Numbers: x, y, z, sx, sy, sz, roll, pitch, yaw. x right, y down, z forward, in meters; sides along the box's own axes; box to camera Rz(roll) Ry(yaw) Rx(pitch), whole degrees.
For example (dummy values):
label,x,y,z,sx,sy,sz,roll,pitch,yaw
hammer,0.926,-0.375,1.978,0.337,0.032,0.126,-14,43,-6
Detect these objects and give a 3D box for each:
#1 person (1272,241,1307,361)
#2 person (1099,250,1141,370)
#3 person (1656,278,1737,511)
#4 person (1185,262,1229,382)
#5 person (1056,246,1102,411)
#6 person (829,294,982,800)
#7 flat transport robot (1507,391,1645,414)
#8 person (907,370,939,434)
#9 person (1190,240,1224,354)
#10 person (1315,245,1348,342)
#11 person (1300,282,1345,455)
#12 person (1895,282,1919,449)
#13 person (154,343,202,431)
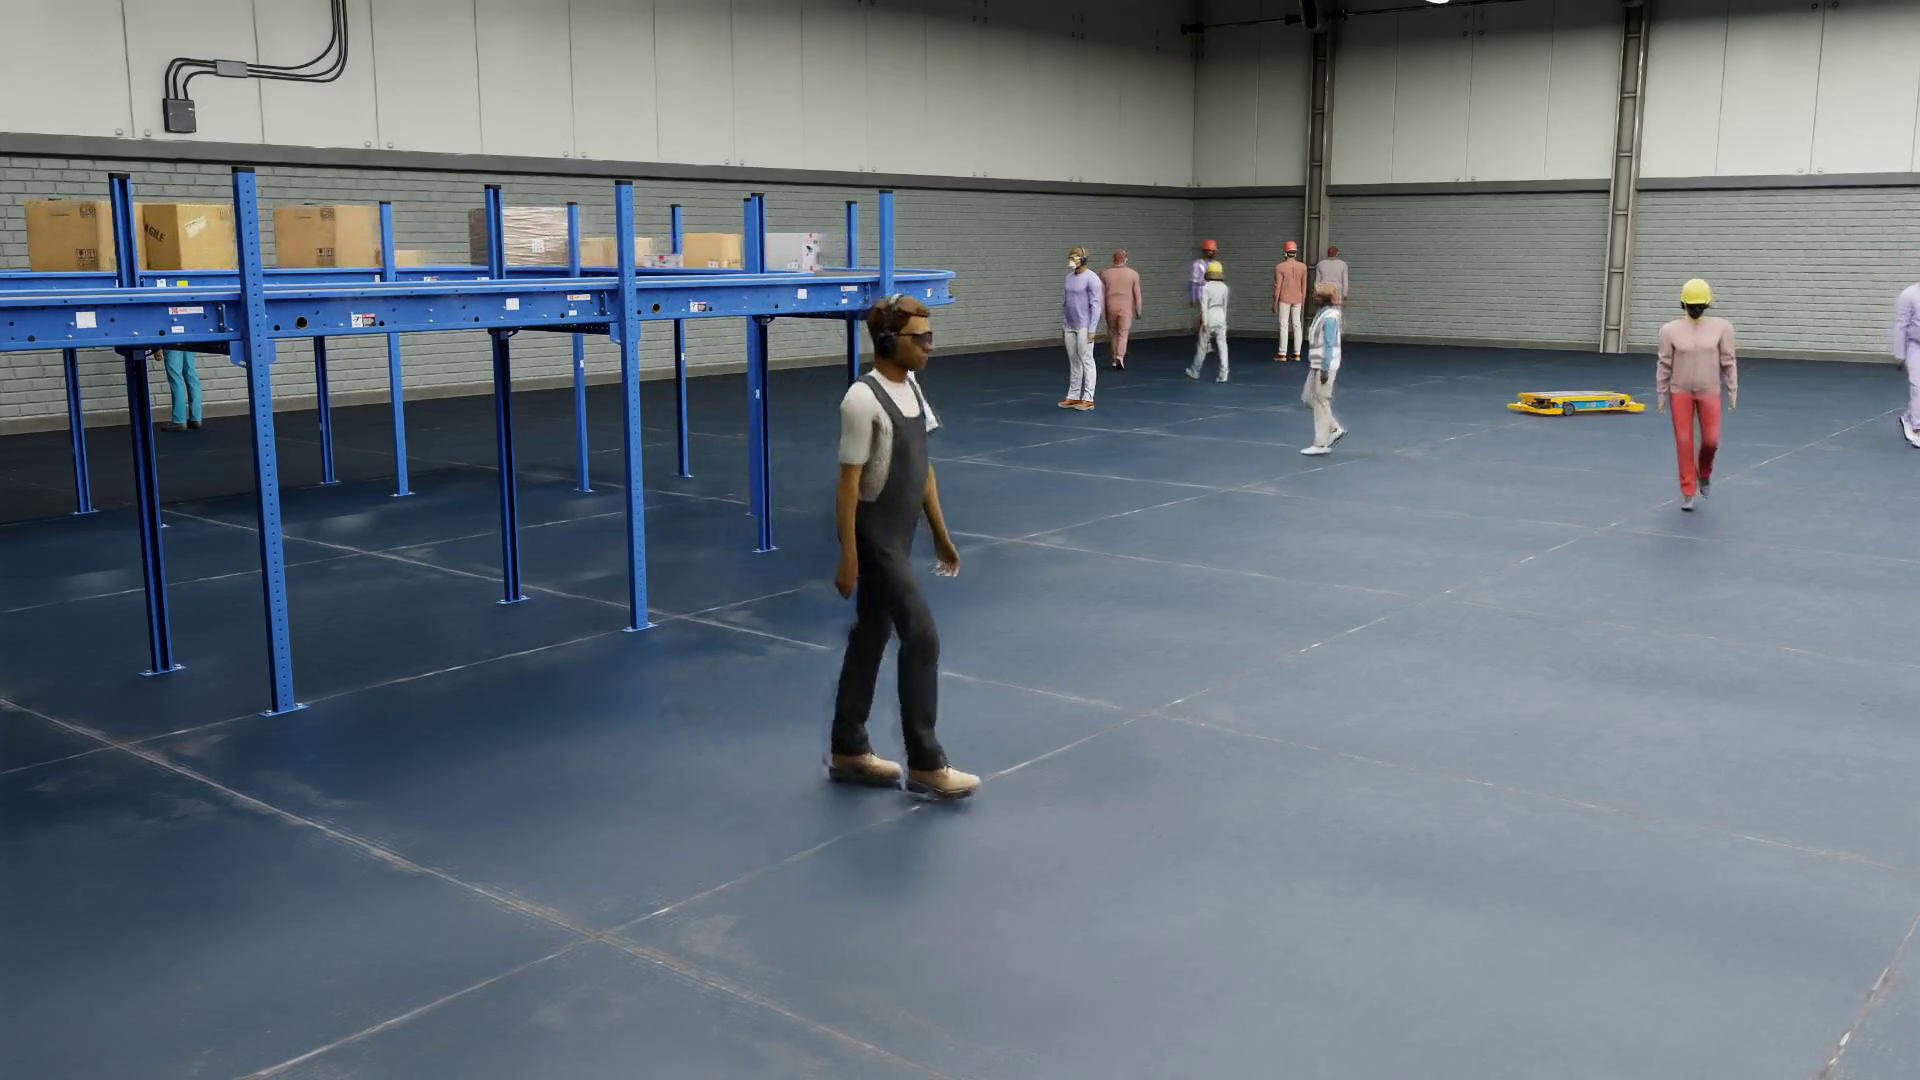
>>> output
label,x,y,z,sx,sy,sz,roll,pitch,yaw
person,5.535,-4.017,27.980,0.610,1.996,0.379,-3,11,-18
person,2.515,-3.637,26.239,0.657,1.872,0.946,3,11,14
person,5.529,-1.101,12.511,0.567,1.734,0.504,4,11,22
person,3.613,-3.145,23.966,0.499,1.689,0.915,-5,11,-25
person,1.431,-2.528,19.885,0.371,1.940,0.627,-6,12,-32
person,-0.167,0.024,6.064,0.771,1.815,0.521,3,11,15
flat transport robot,7.279,-1.633,19.665,1.431,0.197,0.652,-3,11,-16
person,-0.625,-1.860,17.137,0.857,1.596,0.513,3,11,17
person,4.486,-4.339,29.699,0.616,2.010,0.837,-7,13,-35
person,7.369,-4.879,33.003,0.651,1.906,0.403,3,11,17
person,3.406,-1.614,15.663,0.364,1.626,0.533,0,10,2
person,9.590,-1.873,16.484,0.637,1.868,0.922,1,10,4
person,-8.355,-2.099,17.769,0.389,1.847,0.567,3,11,16
